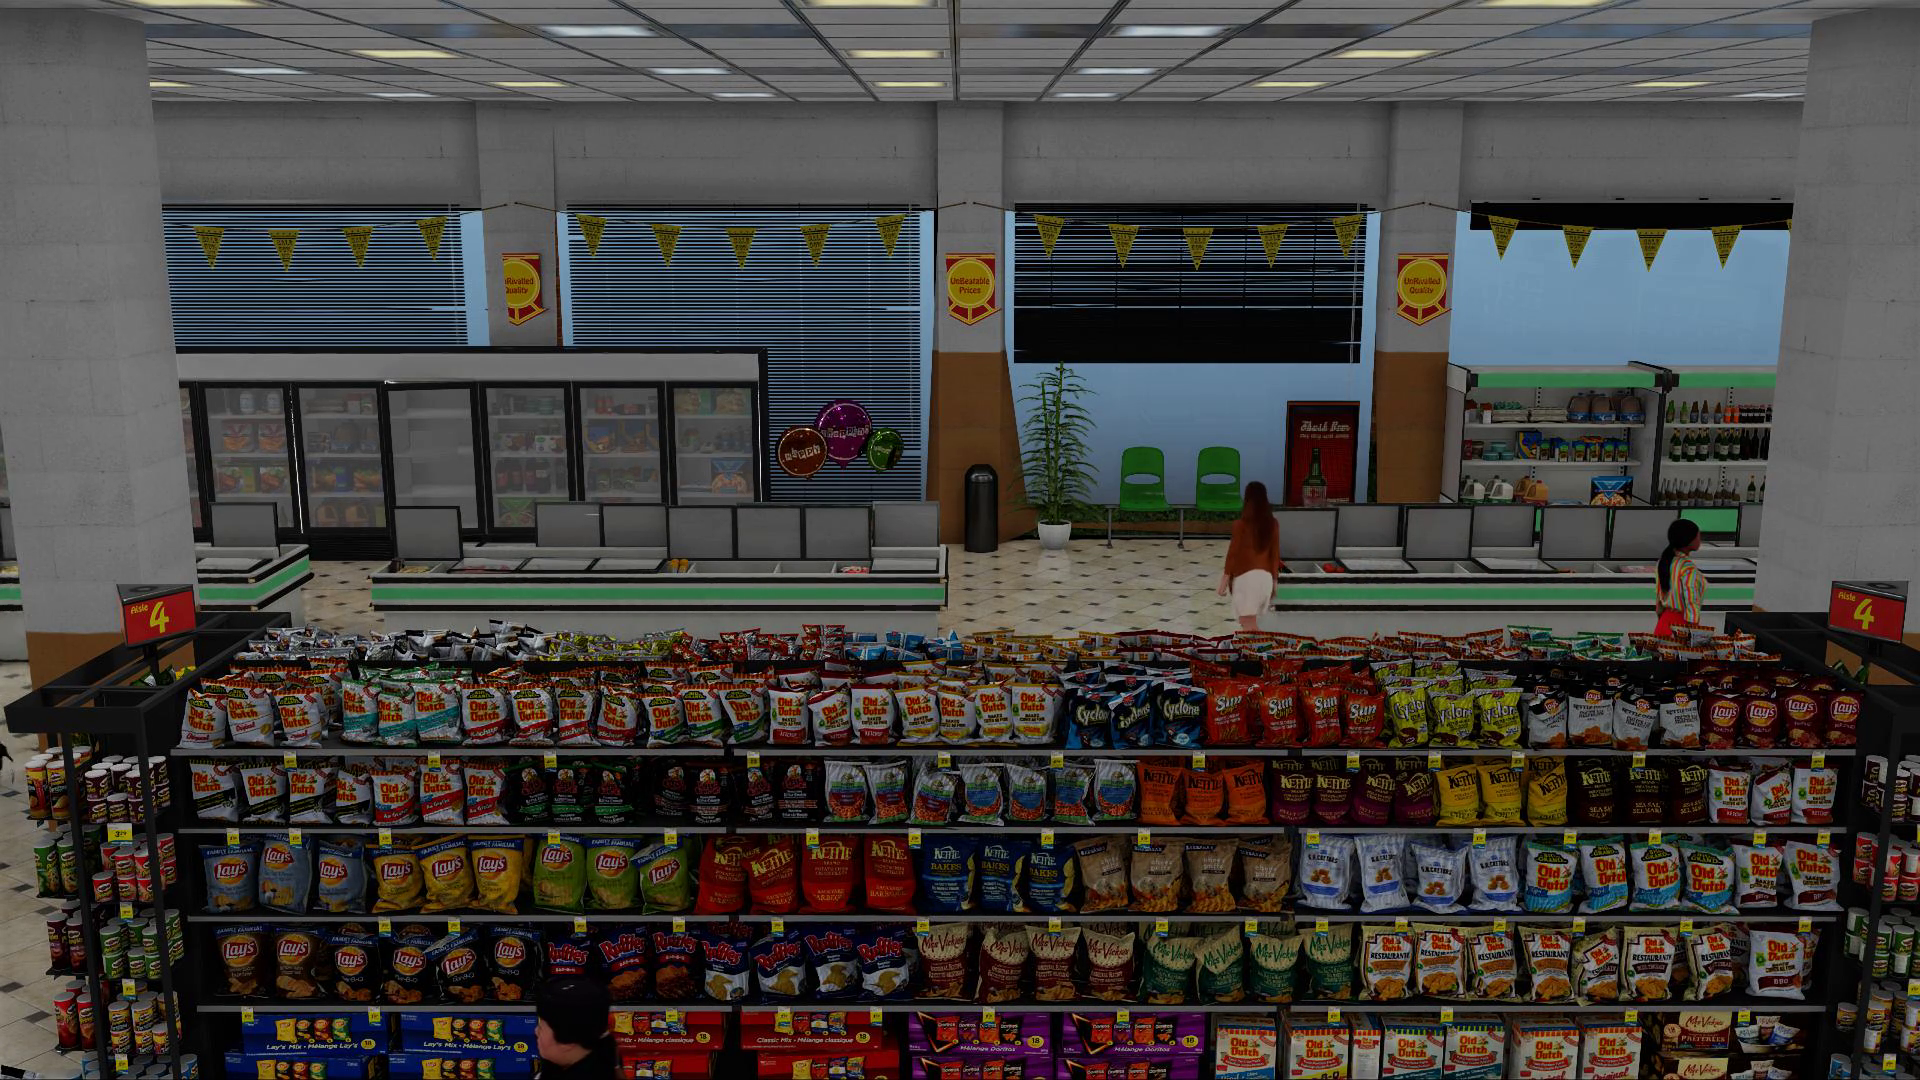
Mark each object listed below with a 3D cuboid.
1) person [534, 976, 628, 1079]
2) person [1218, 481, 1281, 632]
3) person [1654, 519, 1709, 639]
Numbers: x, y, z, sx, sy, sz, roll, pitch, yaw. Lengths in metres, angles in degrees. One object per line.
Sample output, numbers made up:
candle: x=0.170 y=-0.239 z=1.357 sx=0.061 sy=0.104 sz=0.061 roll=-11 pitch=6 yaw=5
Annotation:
person: x=-1.169 y=2.171 z=5.219 sx=0.643 sy=1.671 sz=0.720 roll=-1 pitch=12 yaw=-5
person: x=2.426 y=0.400 z=13.583 sx=1.113 sy=1.688 sz=0.995 roll=-6 pitch=13 yaw=-26
person: x=5.056 y=0.730 z=11.766 sx=0.589 sy=1.792 sz=0.639 roll=-2 pitch=12 yaw=-11
